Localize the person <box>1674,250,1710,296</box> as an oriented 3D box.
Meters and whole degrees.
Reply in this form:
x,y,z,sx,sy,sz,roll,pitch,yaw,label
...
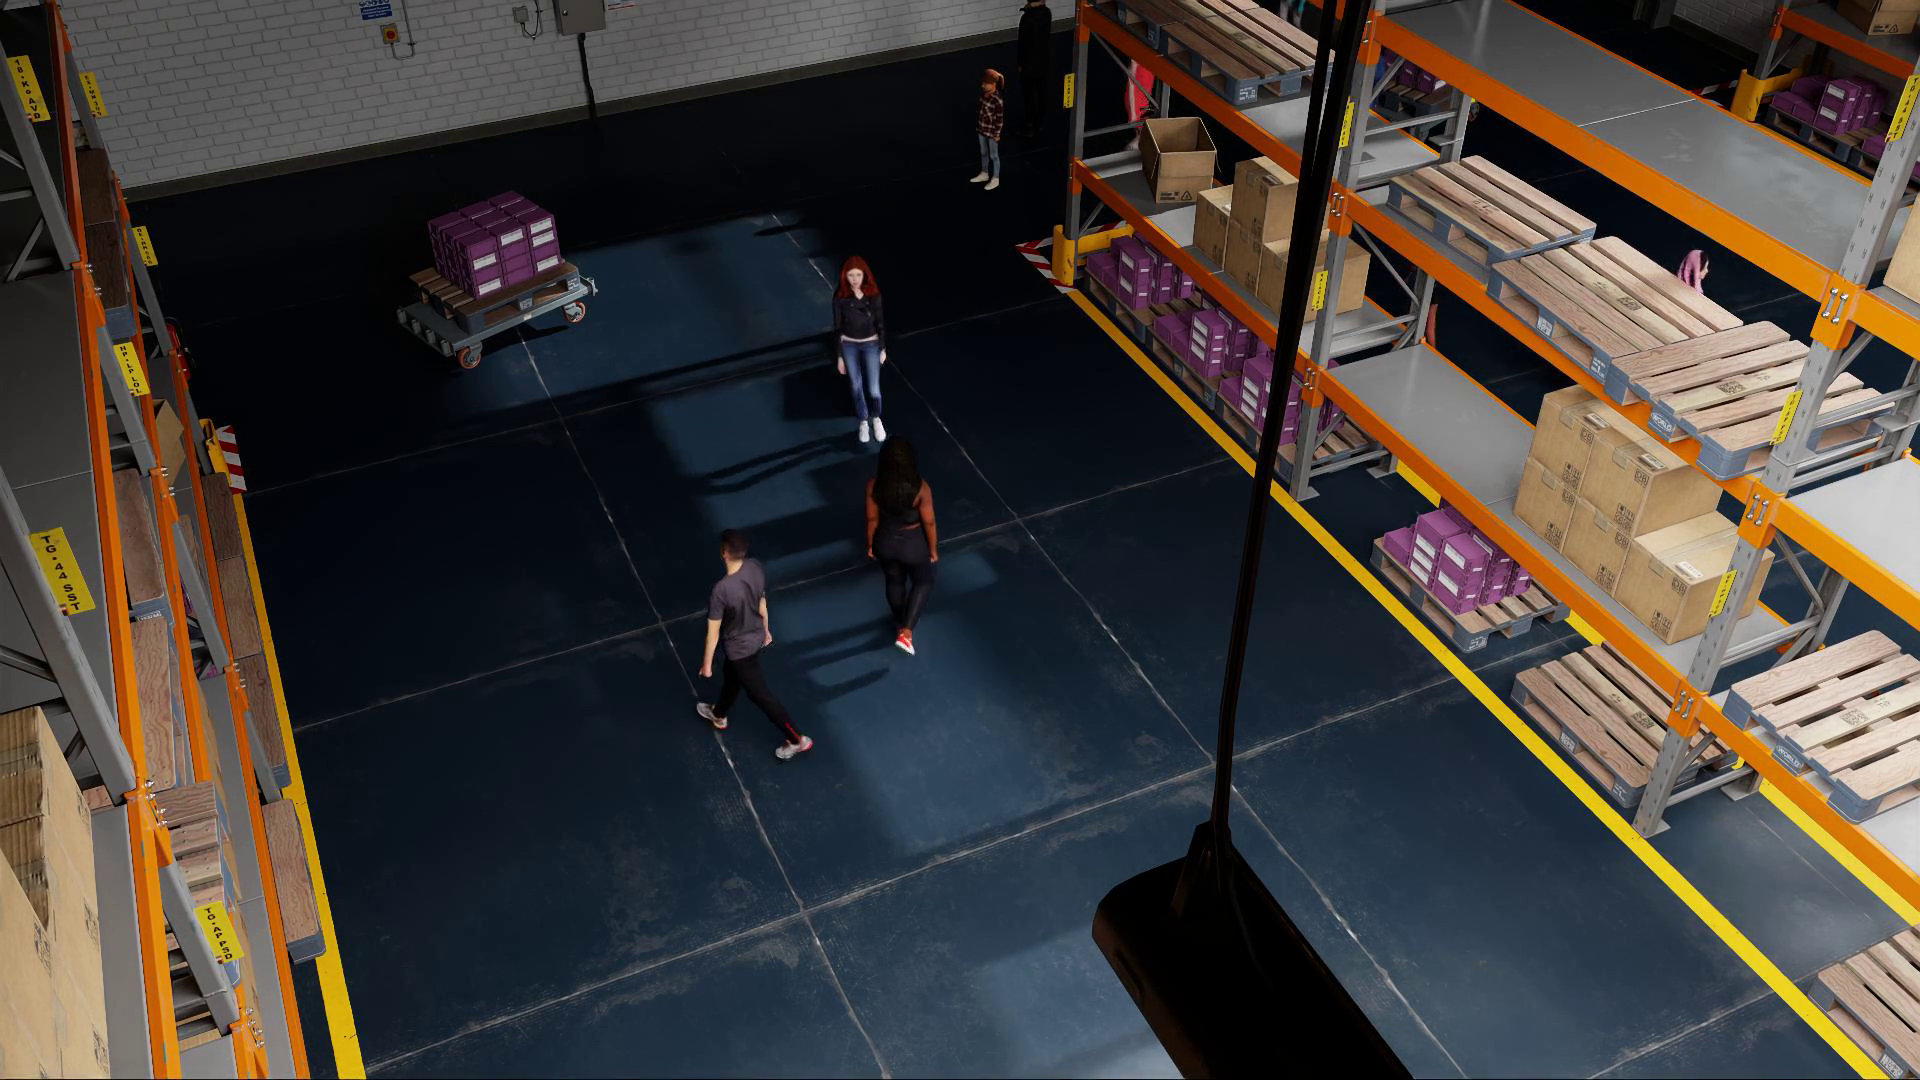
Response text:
x,y,z,sx,sy,sz,roll,pitch,yaw,label
5.974,-1.748,14.200,1.162,1.587,0.906,29,47,31,person

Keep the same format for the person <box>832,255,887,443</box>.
x,y,z,sx,sy,sz,roll,pitch,yaw,label
-0.839,-1.622,13.895,0.691,1.771,0.741,-3,39,-4,person

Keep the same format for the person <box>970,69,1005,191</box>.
x,y,z,sx,sy,sz,roll,pitch,yaw,label
0.316,-4.404,17.751,0.642,1.306,0.530,-28,46,-30,person

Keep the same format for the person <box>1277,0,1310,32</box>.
x,y,z,sx,sy,sz,roll,pitch,yaw,label
4.120,-6.609,20.390,0.987,1.458,0.893,28,47,31,person

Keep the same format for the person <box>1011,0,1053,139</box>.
x,y,z,sx,sy,sz,roll,pitch,yaw,label
0.834,-5.394,18.610,0.721,1.781,0.710,30,48,32,person

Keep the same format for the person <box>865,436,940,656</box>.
x,y,z,sx,sy,sz,roll,pitch,yaw,label
-0.426,0.093,11.725,0.956,1.799,1.039,8,39,10,person

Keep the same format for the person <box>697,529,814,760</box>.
x,y,z,sx,sy,sz,roll,pitch,yaw,label
-1.362,0.733,10.988,1.314,1.718,1.156,18,42,22,person
